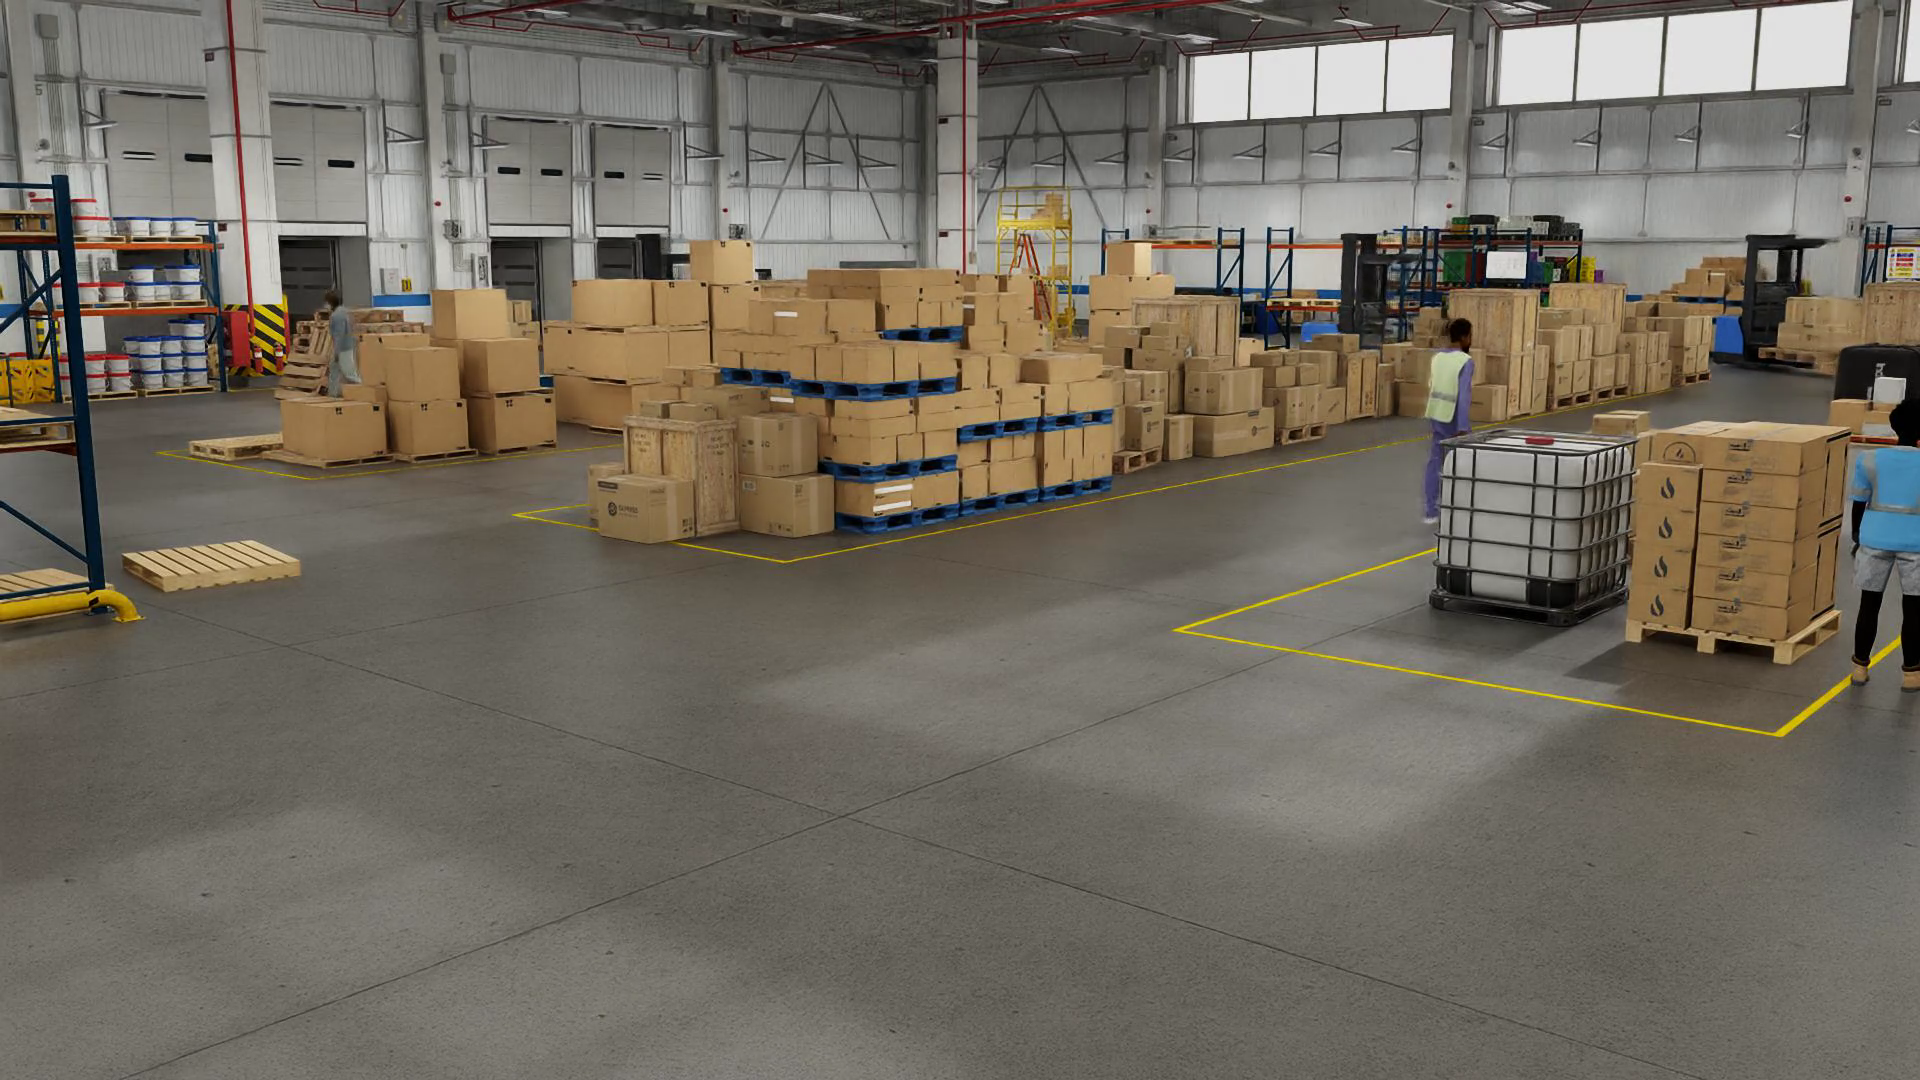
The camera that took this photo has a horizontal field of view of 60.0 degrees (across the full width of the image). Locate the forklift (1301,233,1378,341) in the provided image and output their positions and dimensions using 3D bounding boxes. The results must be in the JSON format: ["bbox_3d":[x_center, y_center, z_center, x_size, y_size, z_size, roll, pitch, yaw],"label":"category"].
[{"bbox_3d":[7.702,-4.562,32.368,1.873,2.768,1.129,8,13,40],"label":"forklift"}]

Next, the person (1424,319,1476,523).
[{"bbox_3d":[4.654,-1.097,15.425,0.761,1.891,0.627,-4,11,-20],"label":"person"}]

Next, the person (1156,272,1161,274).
[{"bbox_3d":[5.003,-5.809,42.146,0.545,1.939,0.373,-5,11,-25],"label":"person"}]

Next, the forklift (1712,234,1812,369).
[{"bbox_3d":[17.051,-5.067,35.241,1.129,2.768,1.873,-2,10,-10],"label":"forklift"}]

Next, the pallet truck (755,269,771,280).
[{"bbox_3d":[-4.996,-6.432,45.525,1.885,1.965,0.823,-6,12,-32],"label":"pallet truck"}]

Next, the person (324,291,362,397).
[{"bbox_3d":[-9.696,-2.967,26.142,0.922,1.889,0.697,-4,11,-22],"label":"person"}]

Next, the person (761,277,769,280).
[{"bbox_3d":[-4.167,-4.667,35.699,0.643,1.927,0.430,5,11,28],"label":"person"}]

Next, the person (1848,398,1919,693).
[{"bbox_3d":[5.410,0.030,9.588,0.542,1.695,0.316,8,13,39],"label":"person"}]

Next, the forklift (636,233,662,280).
[{"bbox_3d":[-6.040,-4.600,32.585,1.873,2.768,1.129,-3,10,-15],"label":"forklift"}]
